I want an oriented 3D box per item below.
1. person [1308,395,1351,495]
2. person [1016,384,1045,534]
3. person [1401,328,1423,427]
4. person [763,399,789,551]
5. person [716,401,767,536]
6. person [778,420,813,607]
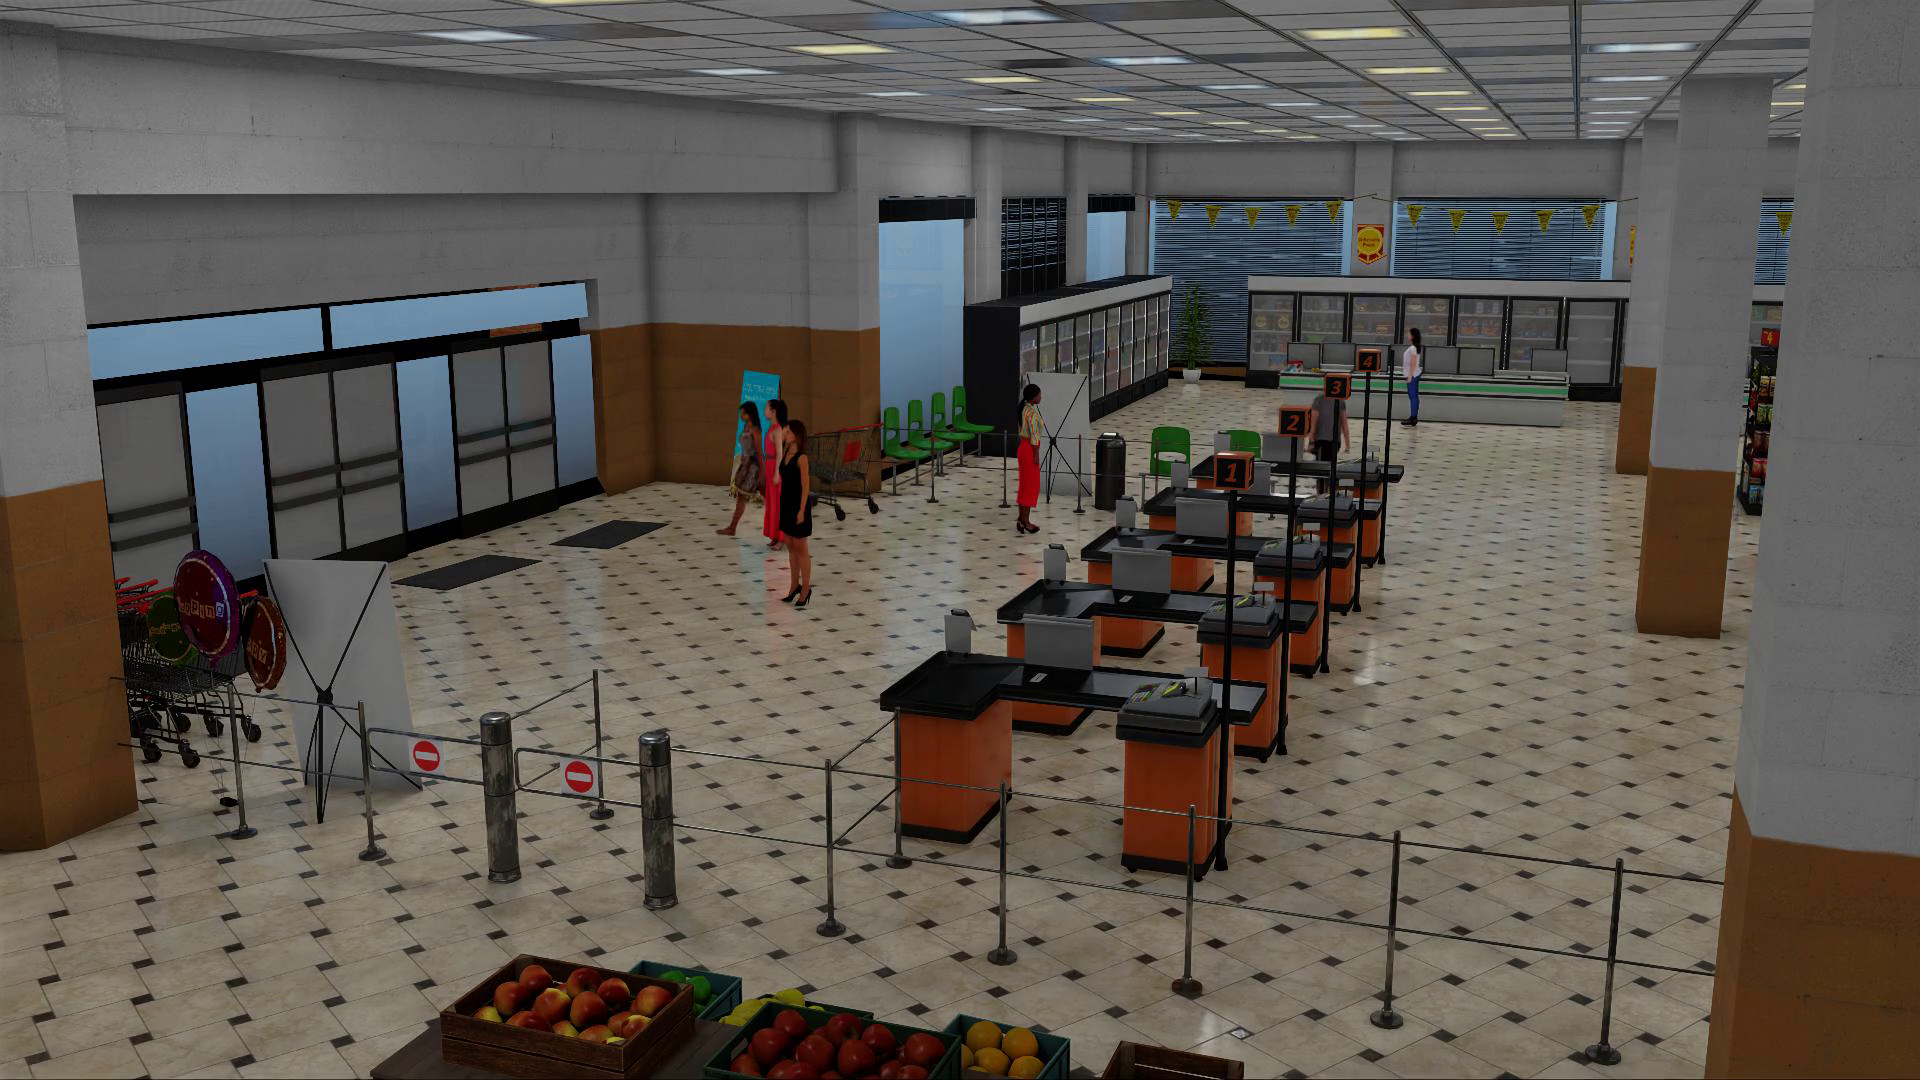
[{"bbox_3d":[4.663,-1.253,21.305,1.031,1.727,1.045,-4,13,-18],"label":"person"},{"bbox_3d":[0.808,-0.975,19.826,0.725,1.792,0.673,-5,13,-22],"label":"person"},{"bbox_3d":[7.871,-2.824,28.870,0.543,1.685,0.620,6,13,25],"label":"person"},{"bbox_3d":[-2.080,-0.748,18.906,0.746,1.727,0.713,-3,12,-15],"label":"person"},{"bbox_3d":[-2.335,-0.813,19.542,1.186,1.593,1.072,-4,13,-18],"label":"person"},{"bbox_3d":[-1.615,-0.264,16.347,0.731,1.834,0.637,-8,15,-35],"label":"person"}]
